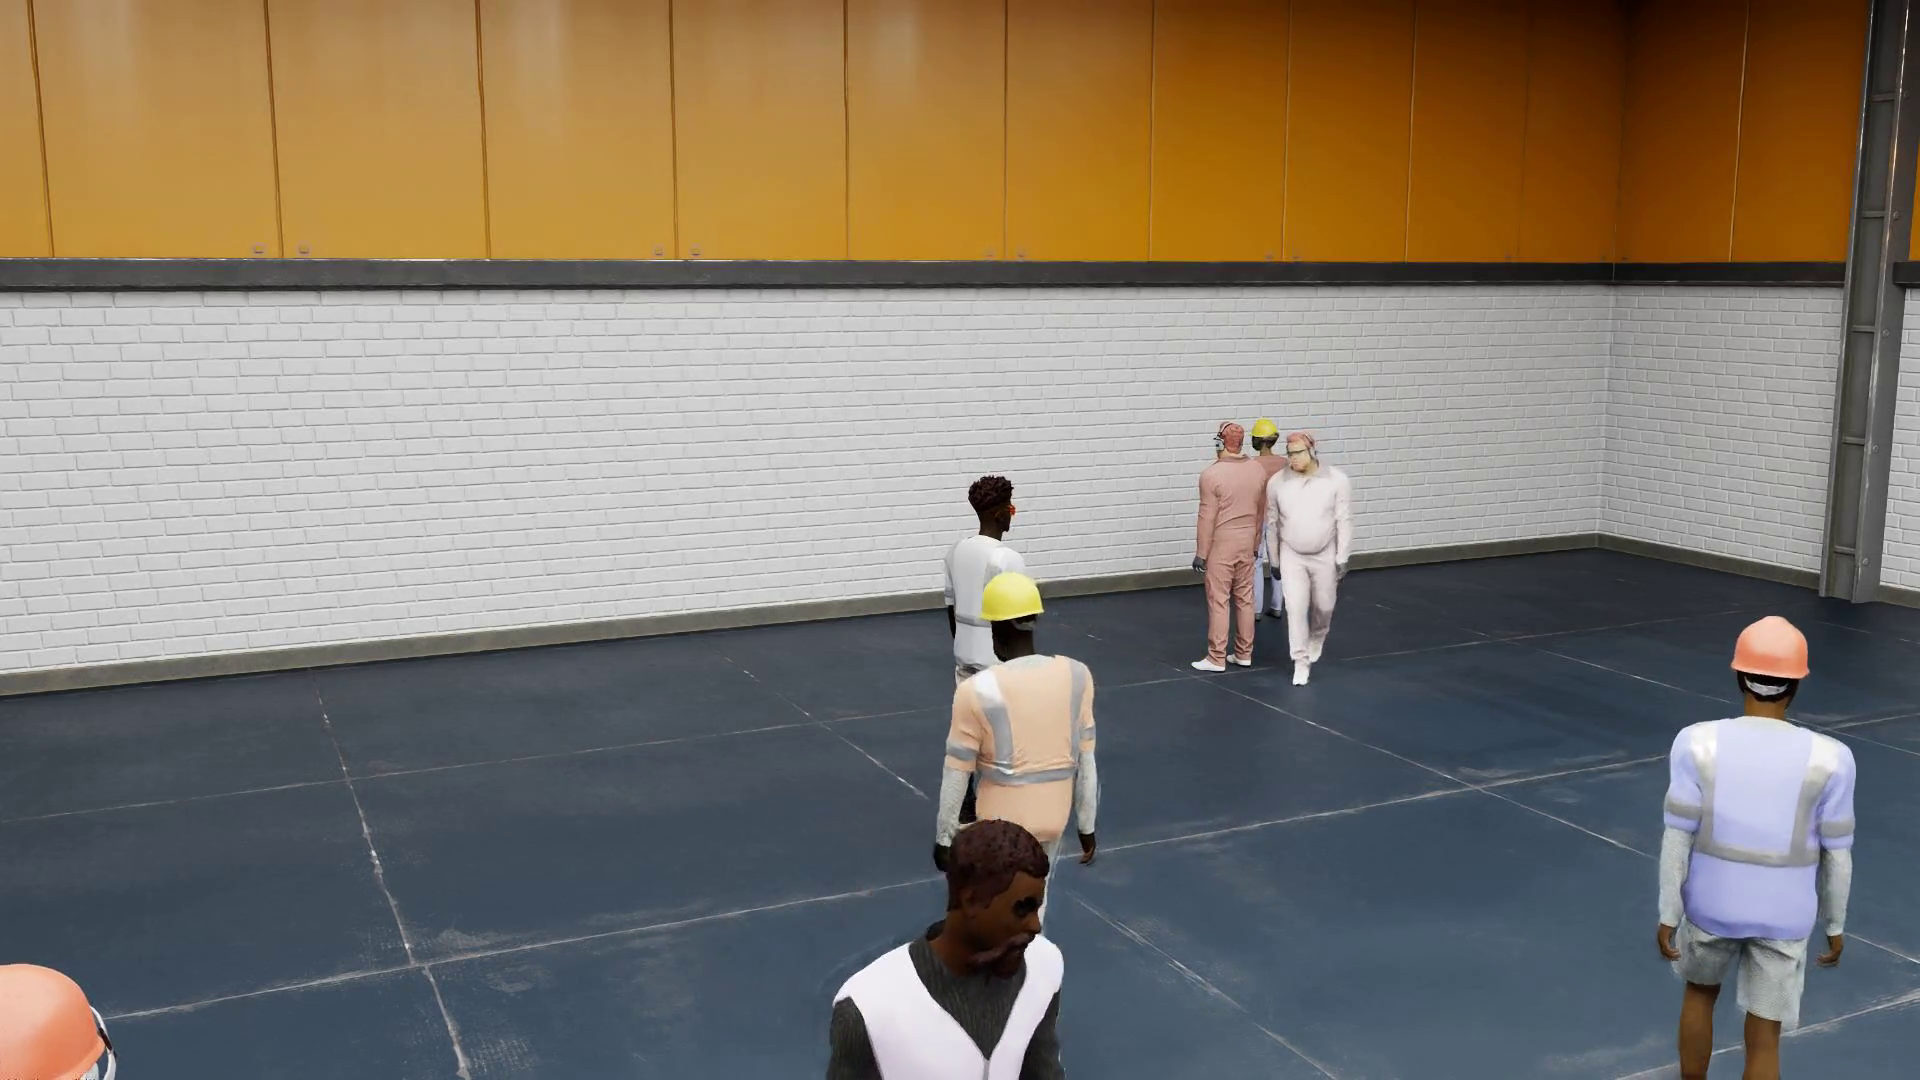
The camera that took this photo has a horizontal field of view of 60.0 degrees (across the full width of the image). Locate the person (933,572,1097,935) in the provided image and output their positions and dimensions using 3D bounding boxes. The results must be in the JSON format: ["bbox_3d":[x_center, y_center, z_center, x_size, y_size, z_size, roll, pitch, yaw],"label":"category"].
[{"bbox_3d":[0.177,1.057,6.452,0.612,1.890,0.806,-5,11,-29],"label":"person"}]

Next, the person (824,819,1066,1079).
[{"bbox_3d":[-0.028,1.514,3.709,0.614,1.868,0.898,-9,13,-43],"label":"person"}]

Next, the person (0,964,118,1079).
[{"bbox_3d":[-1.426,1.623,2.686,0.619,1.989,0.396,-1,9,-5],"label":"person"}]

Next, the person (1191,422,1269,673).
[{"bbox_3d":[2.024,0.055,12.641,0.643,1.909,0.410,-6,11,-34],"label":"person"}]

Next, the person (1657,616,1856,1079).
[{"bbox_3d":[2.605,1.205,5.473,0.560,1.919,0.570,5,10,28],"label":"person"}]

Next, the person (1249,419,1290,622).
[{"bbox_3d":[2.631,-0.172,14.484,0.534,1.767,0.315,-5,11,-29],"label":"person"}]

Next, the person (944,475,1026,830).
[{"bbox_3d":[0.169,0.626,8.911,0.367,1.966,0.607,-8,12,-39],"label":"person"}]

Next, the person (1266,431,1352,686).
[{"bbox_3d":[2.609,0.101,12.463,0.648,1.874,0.834,2,9,15],"label":"person"}]
